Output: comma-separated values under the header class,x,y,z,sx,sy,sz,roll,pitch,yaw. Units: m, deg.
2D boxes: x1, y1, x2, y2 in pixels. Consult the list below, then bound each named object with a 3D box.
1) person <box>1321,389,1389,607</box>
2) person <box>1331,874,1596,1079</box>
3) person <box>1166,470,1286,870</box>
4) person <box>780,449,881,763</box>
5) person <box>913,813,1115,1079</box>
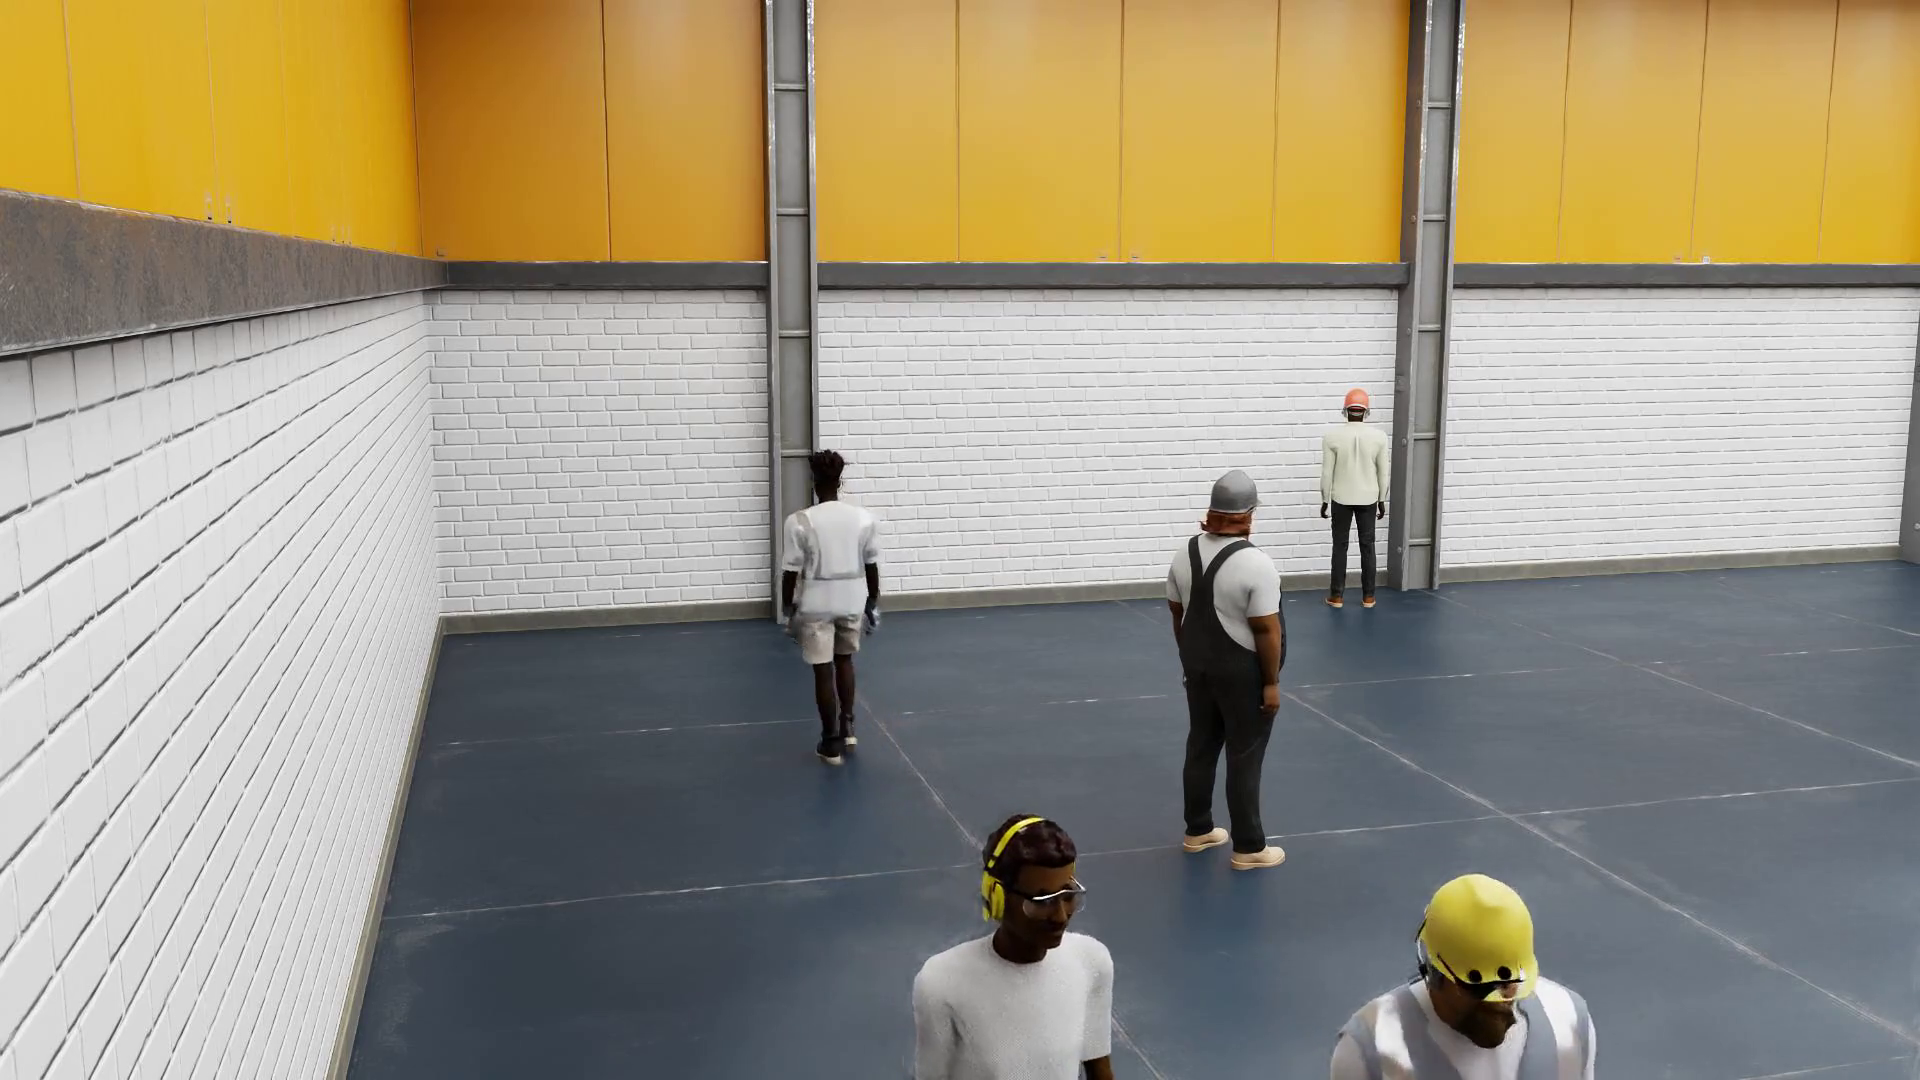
class,x,y,z,sx,sy,sz,roll,pitch,yaw
person,3.574,-0.374,15.097,0.608,1.995,0.377,1,9,4
person,1.107,1.556,3.678,0.631,1.799,0.603,-1,9,-6
person,1.423,0.651,8.556,0.539,2.000,0.689,-7,11,-37
person,-0.832,0.404,10.363,0.630,1.951,0.505,-4,10,-26
person,0.144,1.517,3.753,0.549,1.851,0.440,-5,10,-28
